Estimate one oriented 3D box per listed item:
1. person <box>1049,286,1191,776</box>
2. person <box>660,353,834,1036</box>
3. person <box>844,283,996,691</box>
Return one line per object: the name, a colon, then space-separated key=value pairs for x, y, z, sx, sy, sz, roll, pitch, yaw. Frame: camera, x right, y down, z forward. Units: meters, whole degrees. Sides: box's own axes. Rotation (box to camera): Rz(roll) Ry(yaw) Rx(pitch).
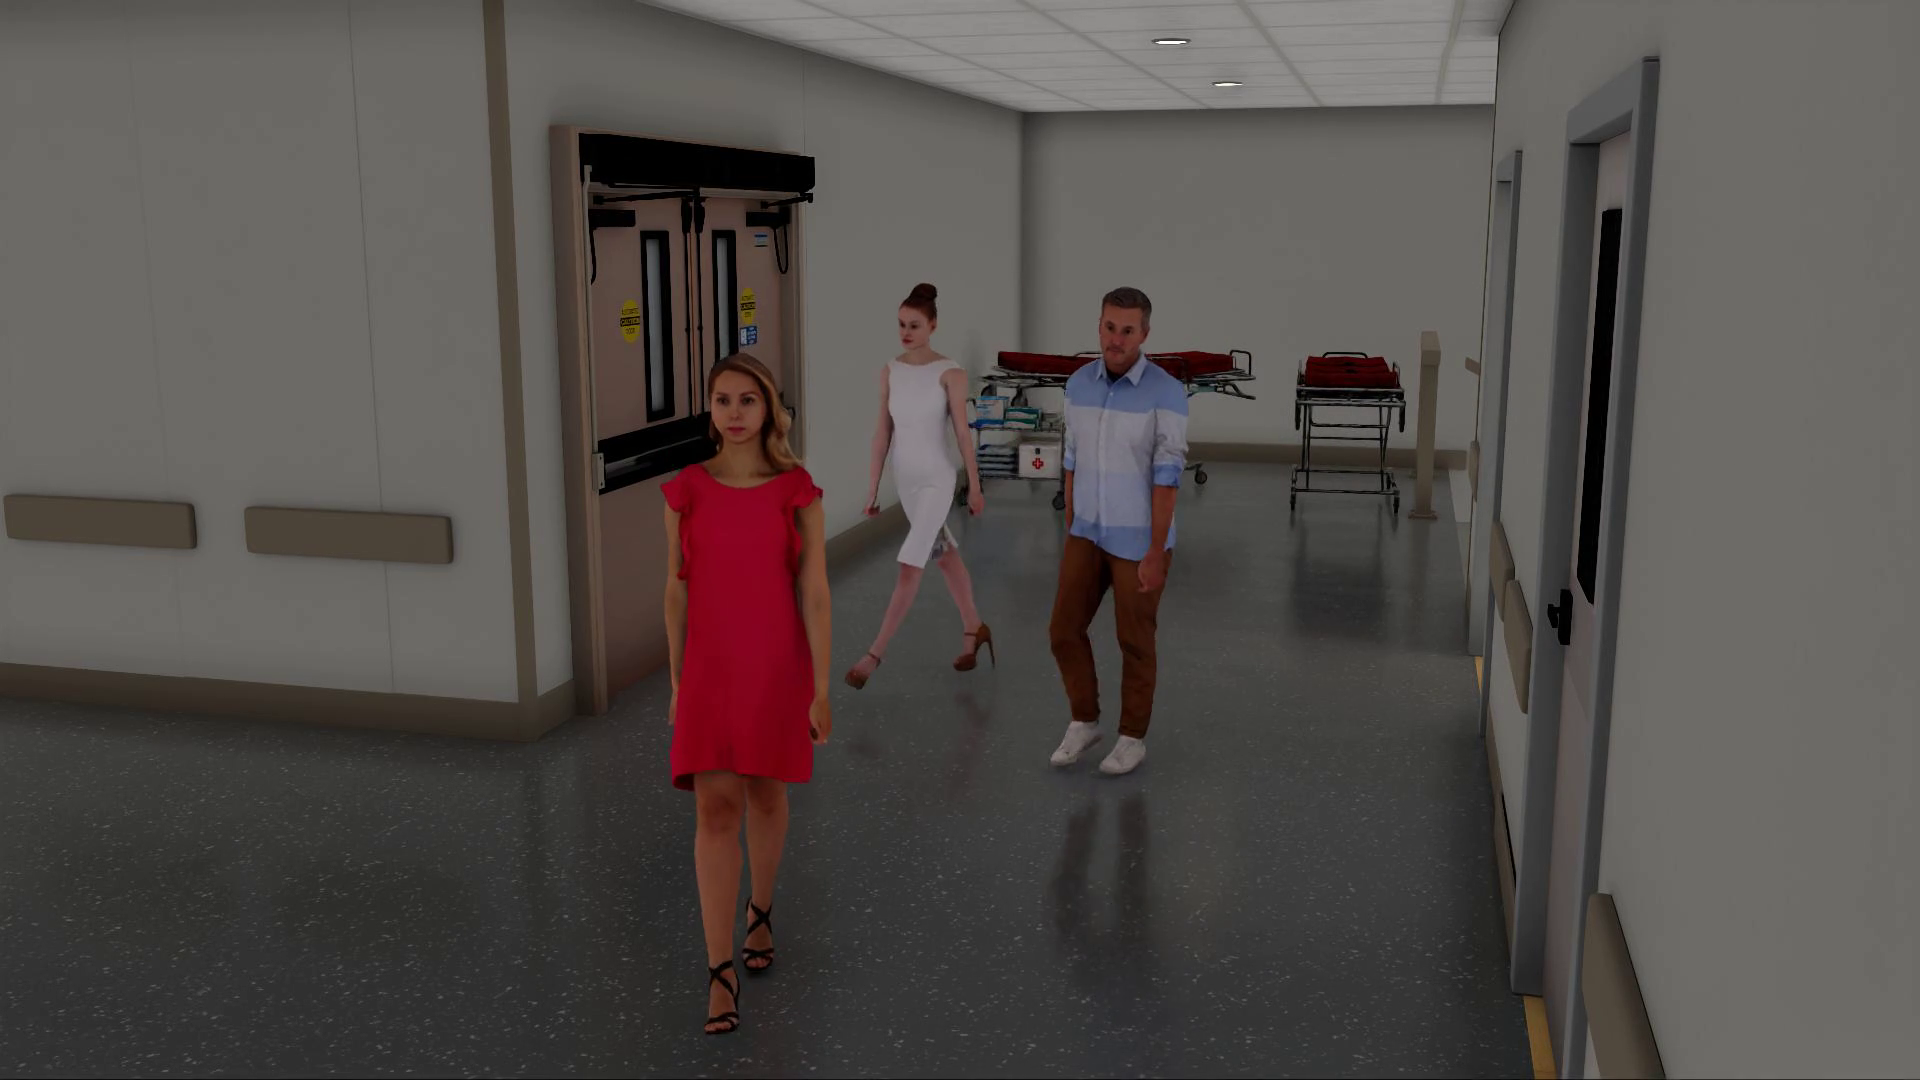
person: x=0.635 y=-0.031 z=6.194 sx=0.780 sy=1.804 sz=0.753 roll=7 pitch=13 yaw=34
person: x=-0.551 y=0.363 z=4.405 sx=0.793 sy=1.697 sz=1.048 roll=-1 pitch=11 yaw=-4
person: x=-0.074 y=-0.191 z=7.215 sx=0.891 sy=1.738 sz=1.165 roll=9 pitch=14 yaw=41
